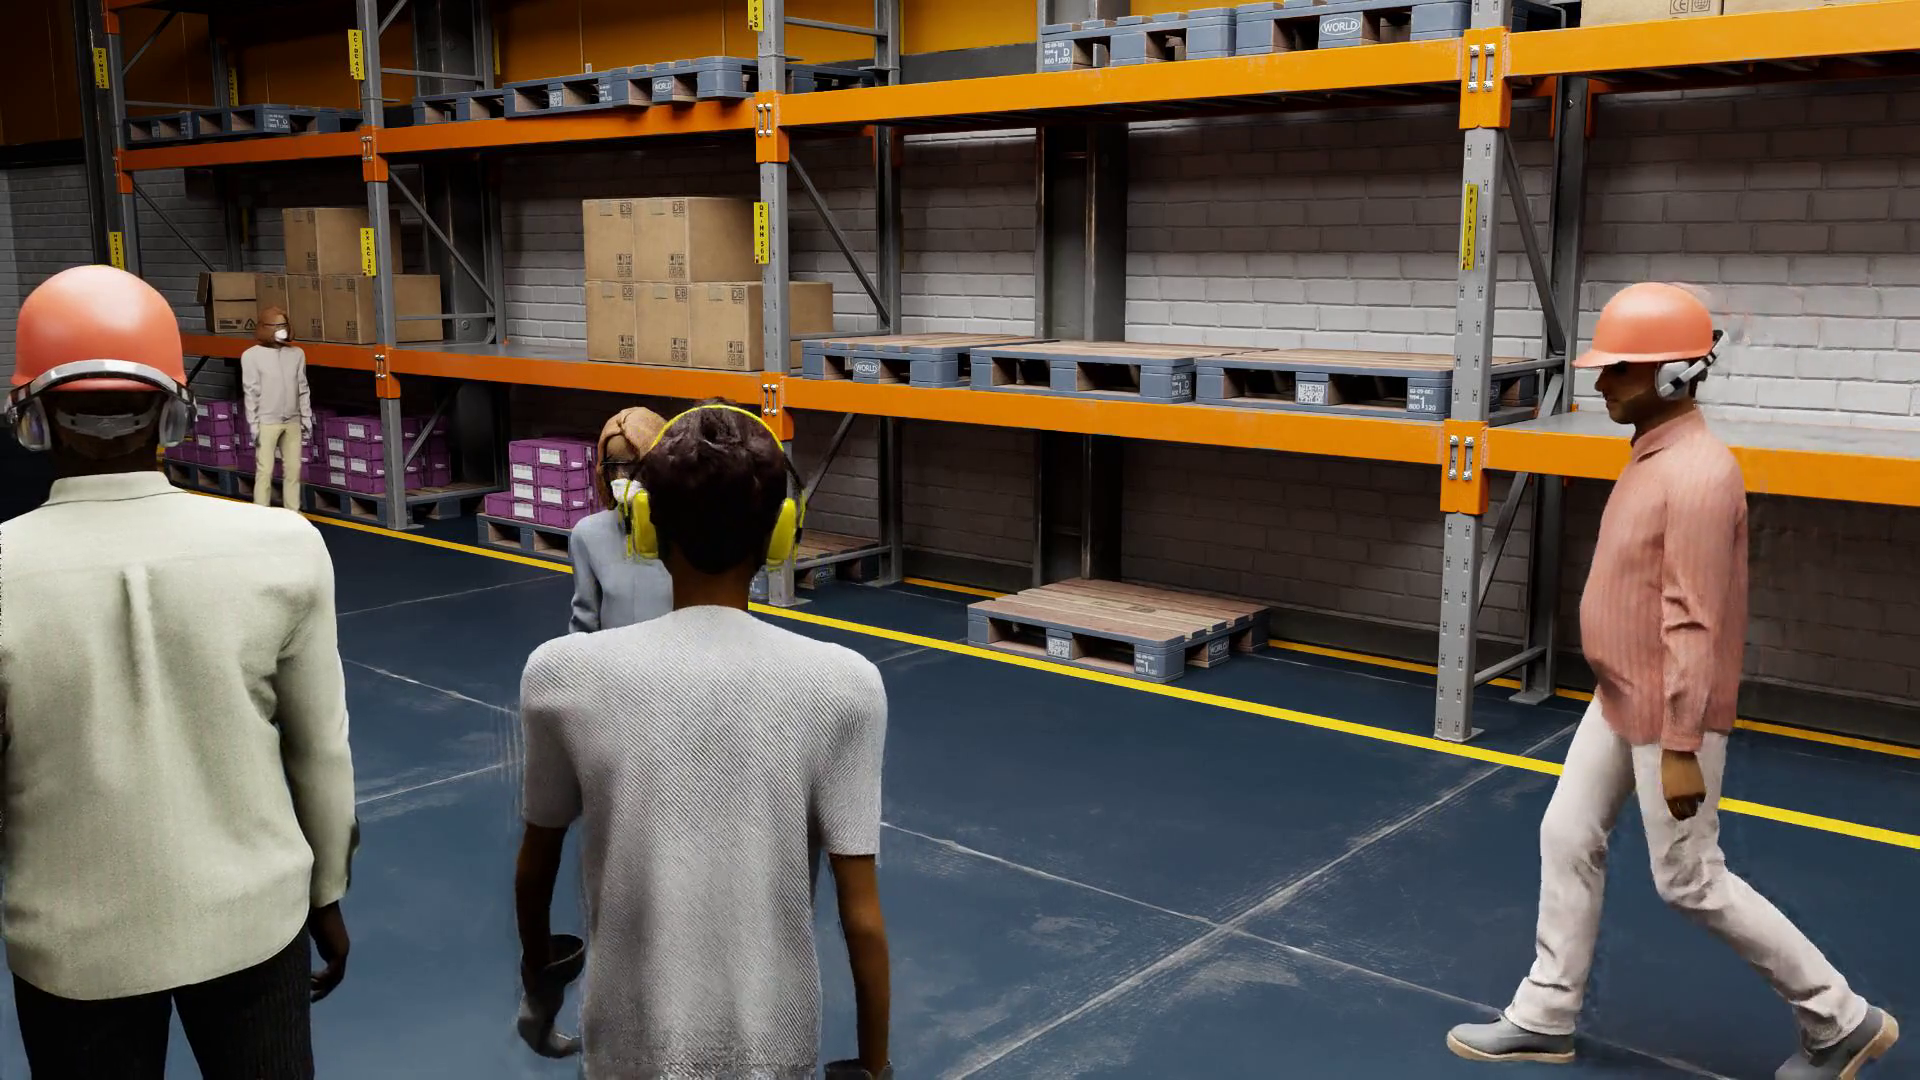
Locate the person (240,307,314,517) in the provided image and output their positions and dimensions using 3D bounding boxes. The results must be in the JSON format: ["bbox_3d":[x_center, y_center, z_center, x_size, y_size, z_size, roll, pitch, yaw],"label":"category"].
[{"bbox_3d":[-4.703,-0.793,11.488,0.282,1.626,0.502,6,12,32],"label":"person"}]

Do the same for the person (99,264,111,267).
[{"bbox_3d":[-5.481,-0.823,10.828,0.402,1.919,0.588,4,11,21],"label":"person"}]

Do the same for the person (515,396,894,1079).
[{"bbox_3d":[-0.373,0.713,2.378,0.522,1.816,0.996,-2,10,-12],"label":"person"}]

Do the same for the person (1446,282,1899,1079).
[{"bbox_3d":[1.724,0.378,3.903,0.937,1.958,0.623,2,10,10],"label":"person"}]

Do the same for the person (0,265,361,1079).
[{"bbox_3d":[-1.232,0.590,2.546,0.610,1.996,0.386,-7,12,-35],"label":"person"}]

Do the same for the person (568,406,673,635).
[{"bbox_3d":[-0.790,0.462,4.342,0.506,1.622,0.298,3,10,16],"label":"person"}]
